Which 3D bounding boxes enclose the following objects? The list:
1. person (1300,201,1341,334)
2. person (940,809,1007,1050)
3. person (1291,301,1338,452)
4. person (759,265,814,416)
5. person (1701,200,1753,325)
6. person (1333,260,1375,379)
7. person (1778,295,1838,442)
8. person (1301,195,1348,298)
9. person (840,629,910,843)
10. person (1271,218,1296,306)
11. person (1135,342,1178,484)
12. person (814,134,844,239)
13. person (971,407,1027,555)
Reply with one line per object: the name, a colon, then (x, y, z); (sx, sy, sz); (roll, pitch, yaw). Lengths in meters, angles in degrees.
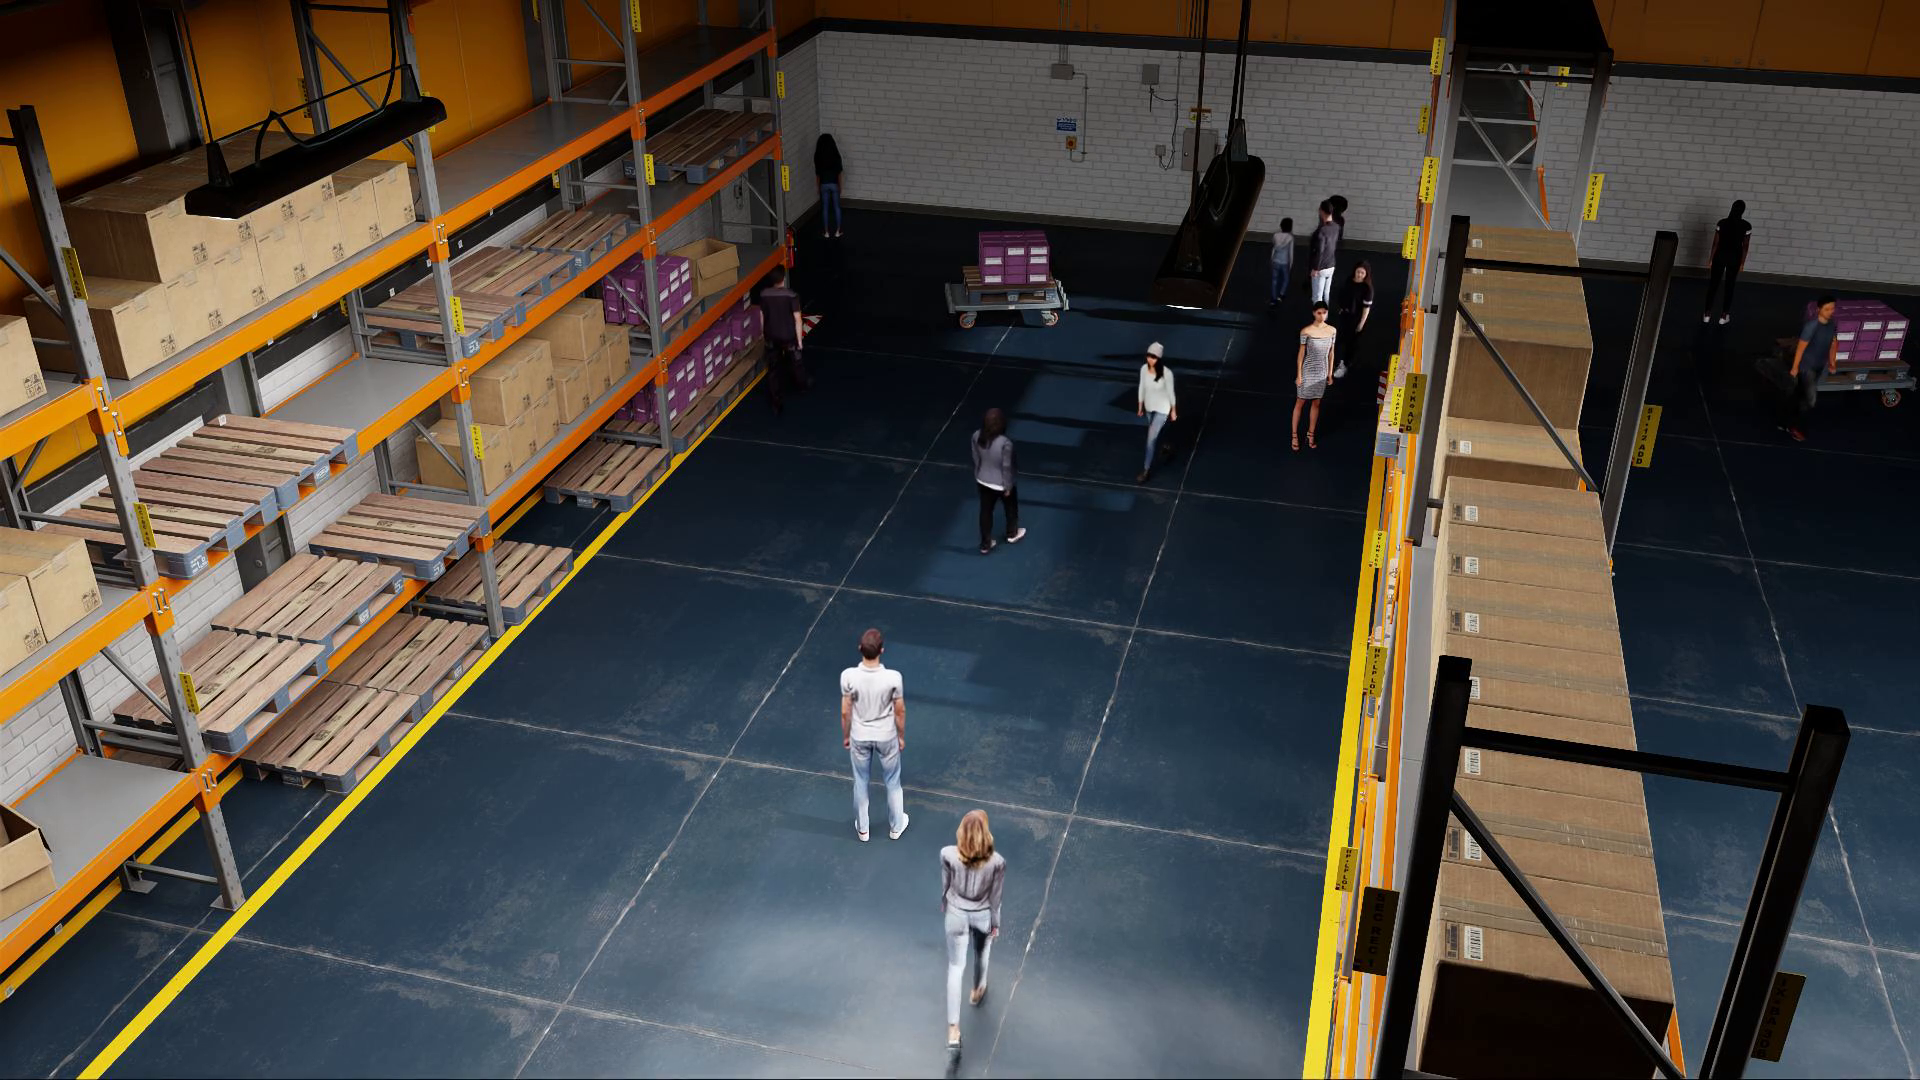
person: (4.883, -3.646, 22.338); (0.796, 1.834, 0.658); (22, 36, 35)
person: (0.046, 2.567, 11.013); (0.684, 1.772, 1.127); (4, 29, 8)
person: (4.066, -1.894, 19.139); (0.680, 1.822, 0.671); (-5, 29, -10)
person: (-2.182, -2.373, 20.023); (0.729, 1.816, 1.047); (7, 29, 13)
person: (10.497, -3.814, 22.757); (0.658, 1.729, 0.646); (14, 32, 24)
person: (5.020, -2.798, 21.015); (0.786, 1.612, 0.747); (-18, 33, -30)
person: (9.867, -2.057, 19.473); (0.820, 1.788, 0.890); (-20, 35, -32)
person: (5.045, -3.972, 23.085); (0.854, 1.691, 0.959); (-7, 29, -13)
person: (-0.664, 1.519, 12.852); (0.689, 1.850, 0.622); (1, 29, 2)
person: (4.510, -3.903, 23.421); (0.527, 1.249, 0.534); (12, 31, 21)
person: (2.244, -1.477, 18.602); (0.902, 1.604, 1.149); (22, 36, 35)
person: (-2.052, -5.555, 26.067); (0.671, 1.615, 0.685); (-2, 29, -4)
person: (0.326, -0.578, 16.981); (0.843, 1.578, 0.943); (18, 33, 29)
